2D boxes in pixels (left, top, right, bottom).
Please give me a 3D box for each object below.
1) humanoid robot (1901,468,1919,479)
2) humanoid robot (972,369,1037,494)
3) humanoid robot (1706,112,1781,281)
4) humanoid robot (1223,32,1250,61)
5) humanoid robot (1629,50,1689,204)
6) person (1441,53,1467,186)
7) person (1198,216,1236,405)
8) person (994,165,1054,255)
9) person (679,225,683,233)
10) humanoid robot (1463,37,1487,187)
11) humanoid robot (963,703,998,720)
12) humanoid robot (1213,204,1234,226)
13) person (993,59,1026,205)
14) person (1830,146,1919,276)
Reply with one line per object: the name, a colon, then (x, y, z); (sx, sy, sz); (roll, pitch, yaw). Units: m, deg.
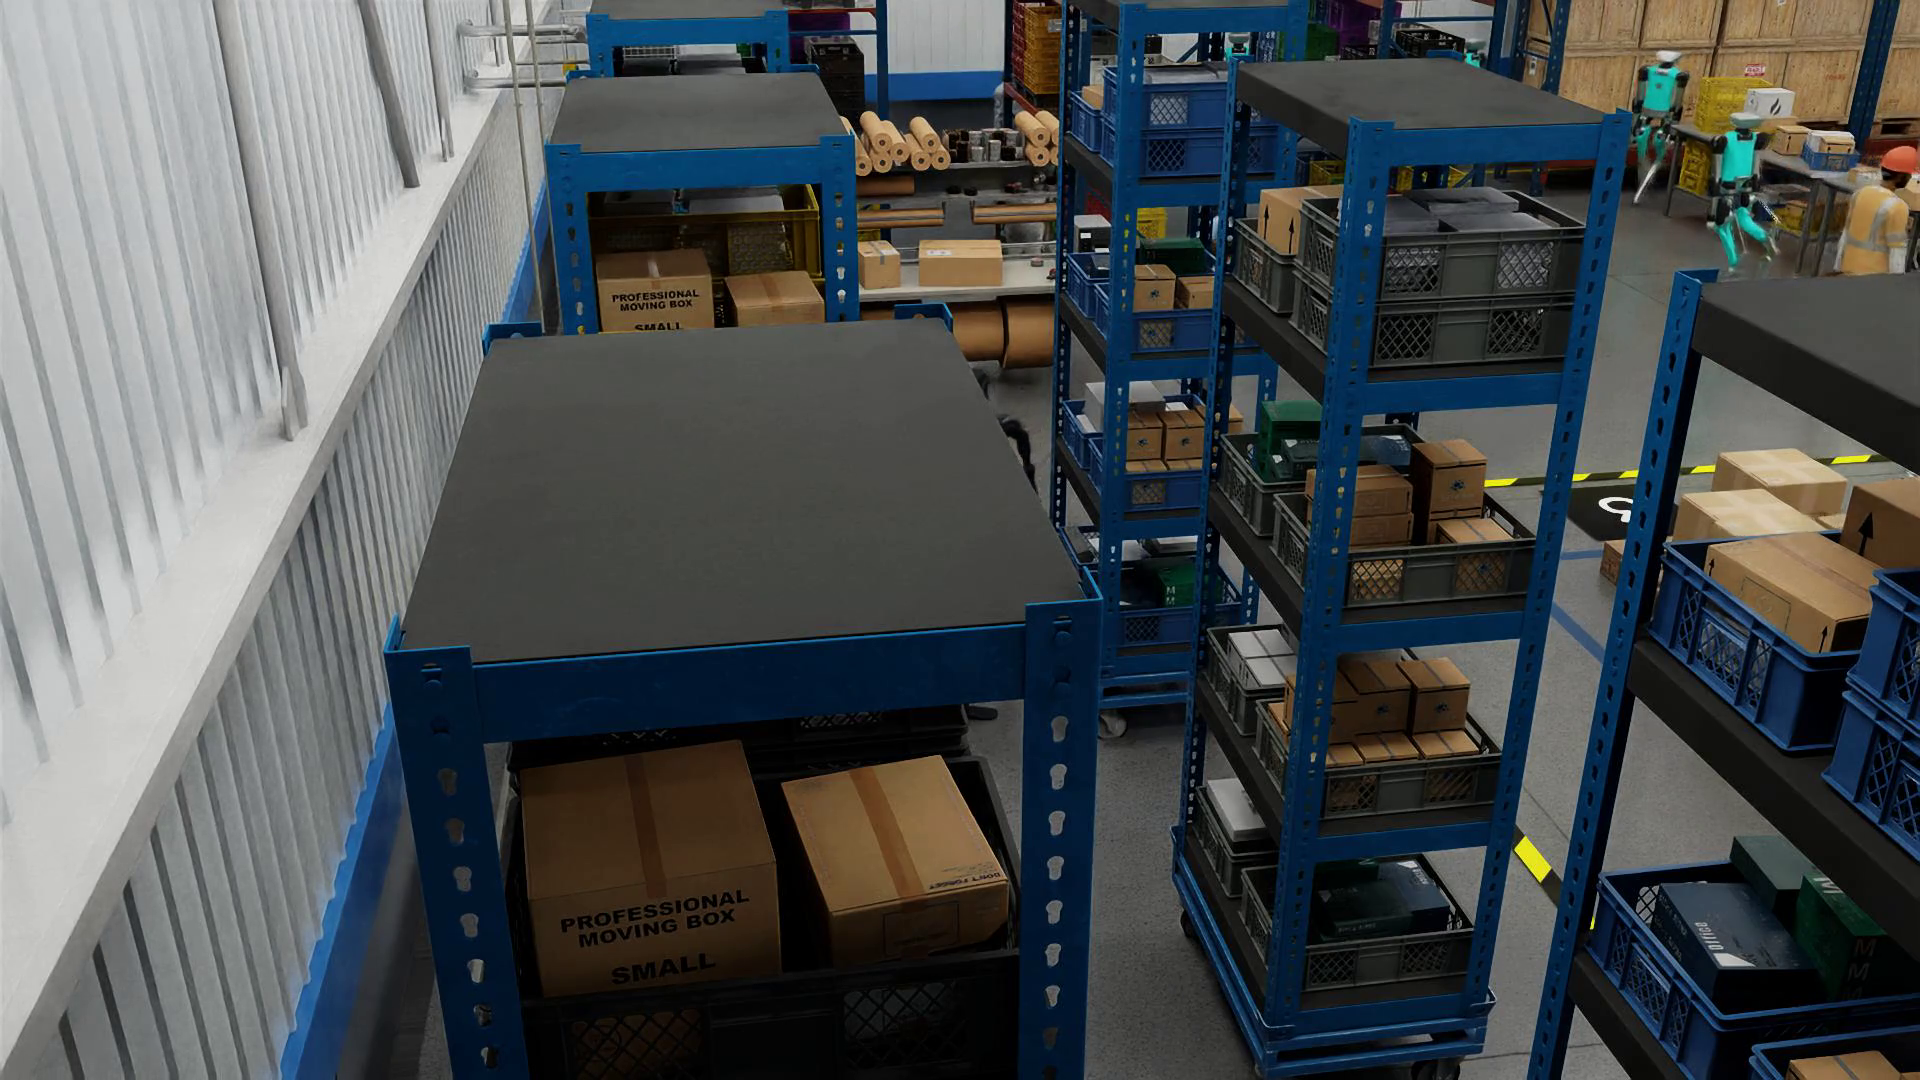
humanoid robot: (6.443, -1.130, 10.840); (0.735, 1.675, 0.533); (-12, 27, -25)
humanoid robot: (0.153, -0.129, 8.933); (0.623, 1.639, 0.603); (4, 25, 10)
humanoid robot: (7.036, -2.872, 14.835); (0.541, 1.762, 1.028); (-8, 26, -16)
humanoid robot: (3.198, -4.966, 19.176); (0.533, 1.677, 0.735); (1, 25, 3)
humanoid robot: (7.762, -4.521, 18.470); (0.559, 1.846, 0.879); (18, 30, 34)
person: (5.150, -4.230, 17.606); (0.339, 1.845, 0.512); (-14, 28, -28)
person: (1.684, -1.256, 11.142); (0.397, 1.847, 0.587); (-4, 25, -8)
person: (0.526, -2.457, 13.732); (0.515, 1.865, 0.327); (-2, 25, -5)
person: (-2.643, -3.312, 15.716); (0.563, 1.744, 0.445); (-4, 25, -9)
humanoid robot: (6.003, -4.794, 19.049); (0.797, 1.806, 0.537); (22, 32, 39)
humanoid robot: (0.039, 0.091, 8.397); (0.315, 1.657, 0.599); (-7, 26, -14)
humanoid robot: (2.698, -3.864, 17.012); (0.583, 1.653, 0.349); (-1, 25, -2)
person: (0.579, -4.385, 18.075); (0.480, 1.734, 0.328); (-17, 30, -32)
person: (7.119, -2.085, 12.855); (0.736, 1.910, 0.568); (-3, 25, -6)
